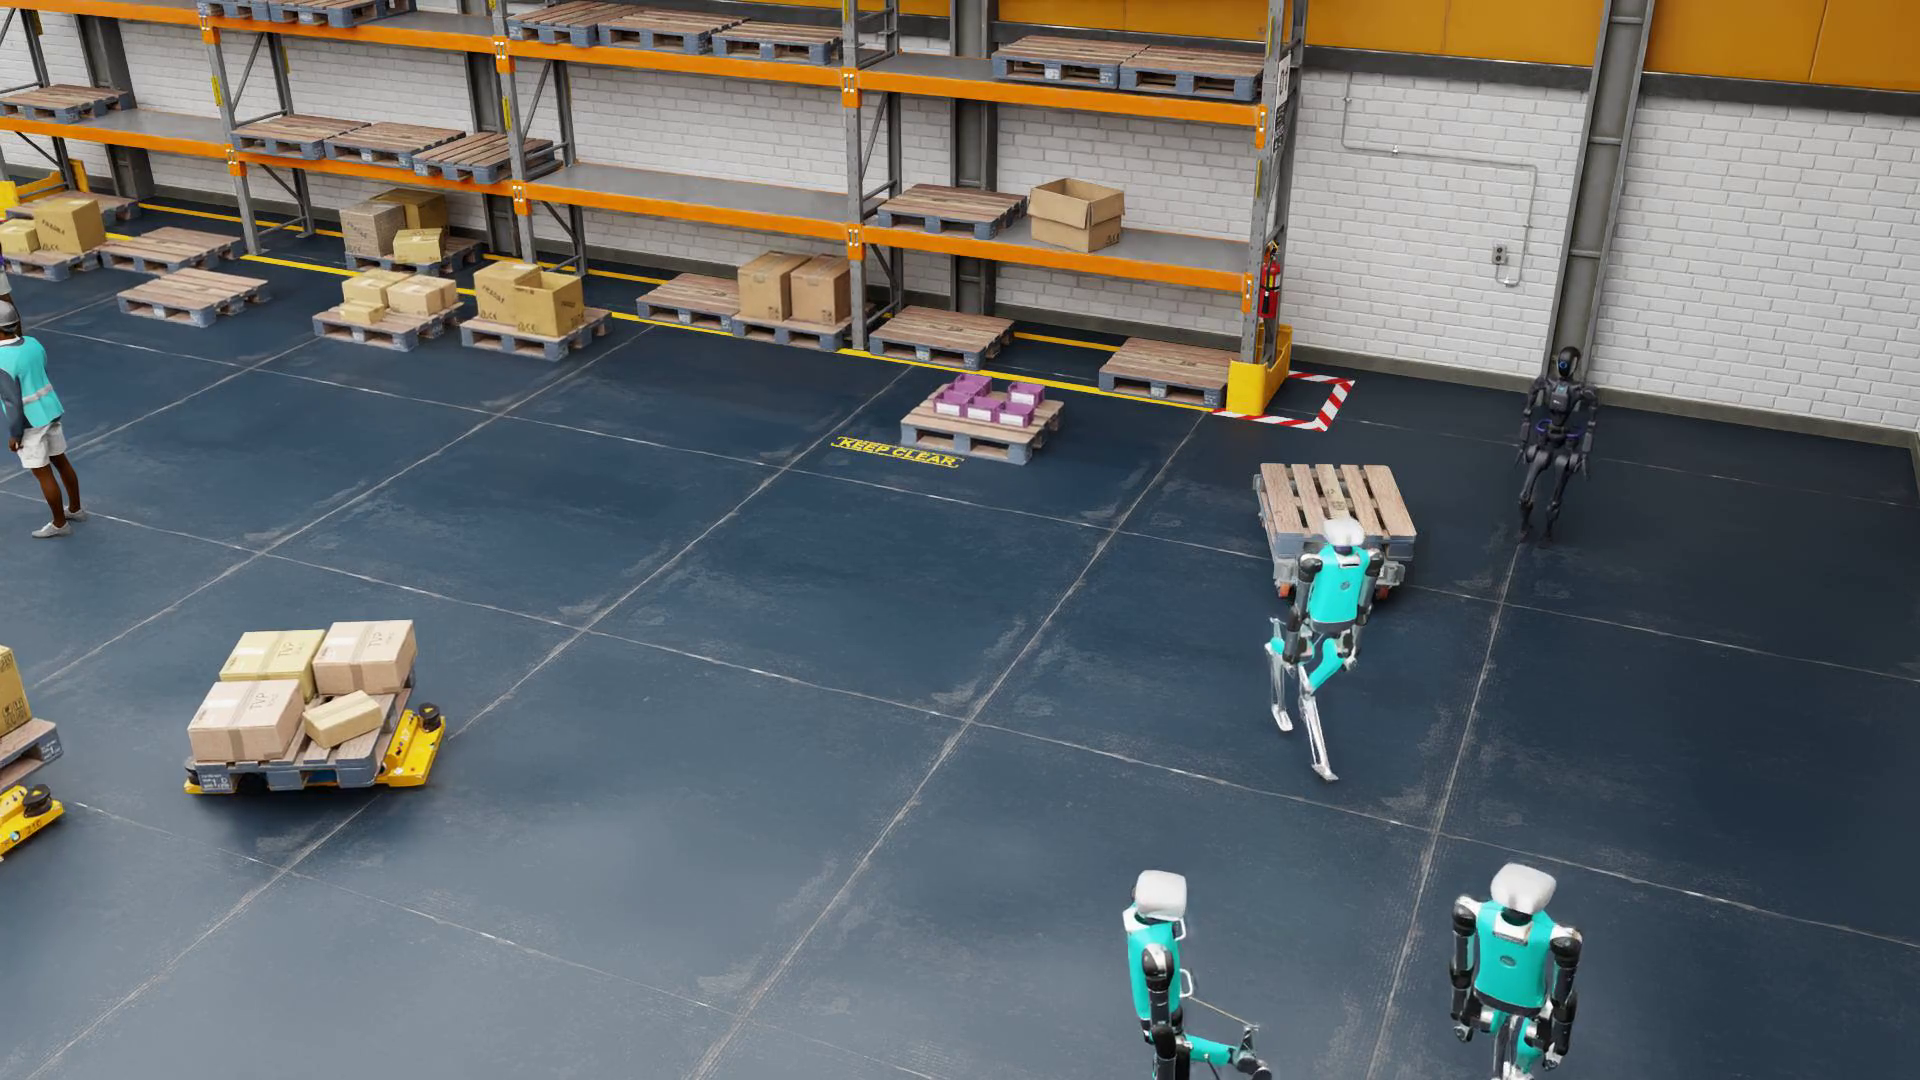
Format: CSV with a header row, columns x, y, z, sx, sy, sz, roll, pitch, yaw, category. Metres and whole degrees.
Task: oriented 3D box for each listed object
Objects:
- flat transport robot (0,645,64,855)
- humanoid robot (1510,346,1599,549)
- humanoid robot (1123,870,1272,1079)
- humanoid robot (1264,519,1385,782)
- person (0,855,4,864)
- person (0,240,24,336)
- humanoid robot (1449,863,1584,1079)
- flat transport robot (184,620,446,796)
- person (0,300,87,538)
x,y,z,sx,sy,sz,roll,pitch,yaw,category
-6.135,1.571,9.886,1.431,0.231,0.659,11,29,21,flat transport robot
4.571,-0.695,12.748,0.586,1.648,0.357,16,31,28,humanoid robot
1.091,2.171,7.169,1.009,1.769,0.530,-1,27,-1,humanoid robot
2.160,0.576,10.271,0.549,1.757,1.047,-7,28,-13,humanoid robot
-5.864,1.084,9.121,0.642,1.842,0.506,2,27,4,person
-9.621,-2.701,16.318,0.371,1.965,0.606,7,28,14,person
2.522,2.008,7.466,0.558,1.750,0.991,15,31,27,humanoid robot
-4.015,1.307,10.397,1.431,0.231,0.659,-2,27,-4,flat transport robot
-7.195,-0.937,12.927,0.430,1.940,0.553,2,27,4,person
